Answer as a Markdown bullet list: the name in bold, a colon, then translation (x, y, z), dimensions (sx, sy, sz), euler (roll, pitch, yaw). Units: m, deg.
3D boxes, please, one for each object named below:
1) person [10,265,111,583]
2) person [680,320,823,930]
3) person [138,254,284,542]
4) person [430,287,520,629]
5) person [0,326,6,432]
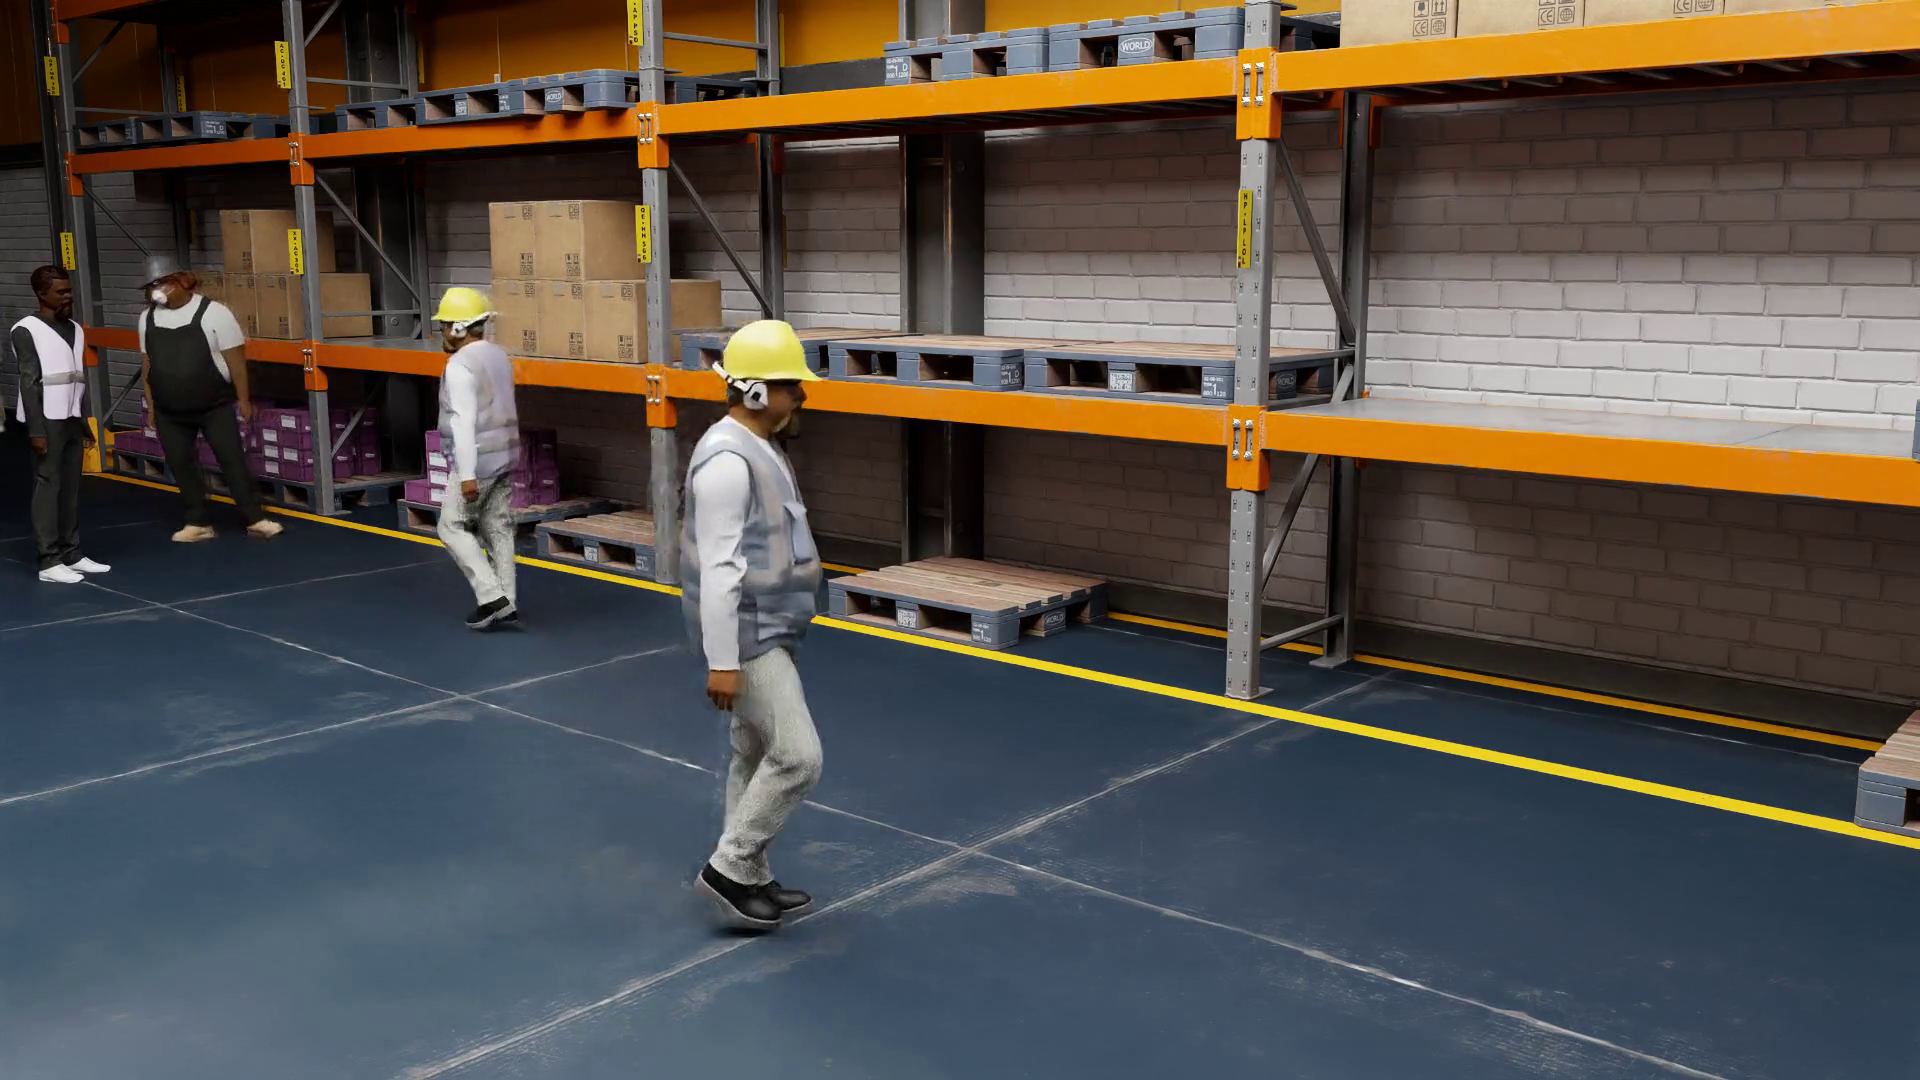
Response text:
- **person**: translation (-5.523, -0.710, 10.169), dimensions (0.399, 1.920, 0.590), euler (0, 10, 3)
- **person**: translation (-0.587, 0.267, 4.894), dimensions (0.435, 1.812, 0.626), euler (1, 10, 4)
- **person**: translation (-5.177, -0.985, 11.392), dimensions (0.893, 2.000, 0.536), euler (0, 10, -2)
- **person**: translation (-2.538, -0.414, 8.764), dimensions (0.419, 1.820, 0.602), euler (2, 10, 13)
- **person**: translation (-10.723, -1.971, 18.159), dimensions (0.501, 1.633, 0.283), euler (-8, 13, -40)
